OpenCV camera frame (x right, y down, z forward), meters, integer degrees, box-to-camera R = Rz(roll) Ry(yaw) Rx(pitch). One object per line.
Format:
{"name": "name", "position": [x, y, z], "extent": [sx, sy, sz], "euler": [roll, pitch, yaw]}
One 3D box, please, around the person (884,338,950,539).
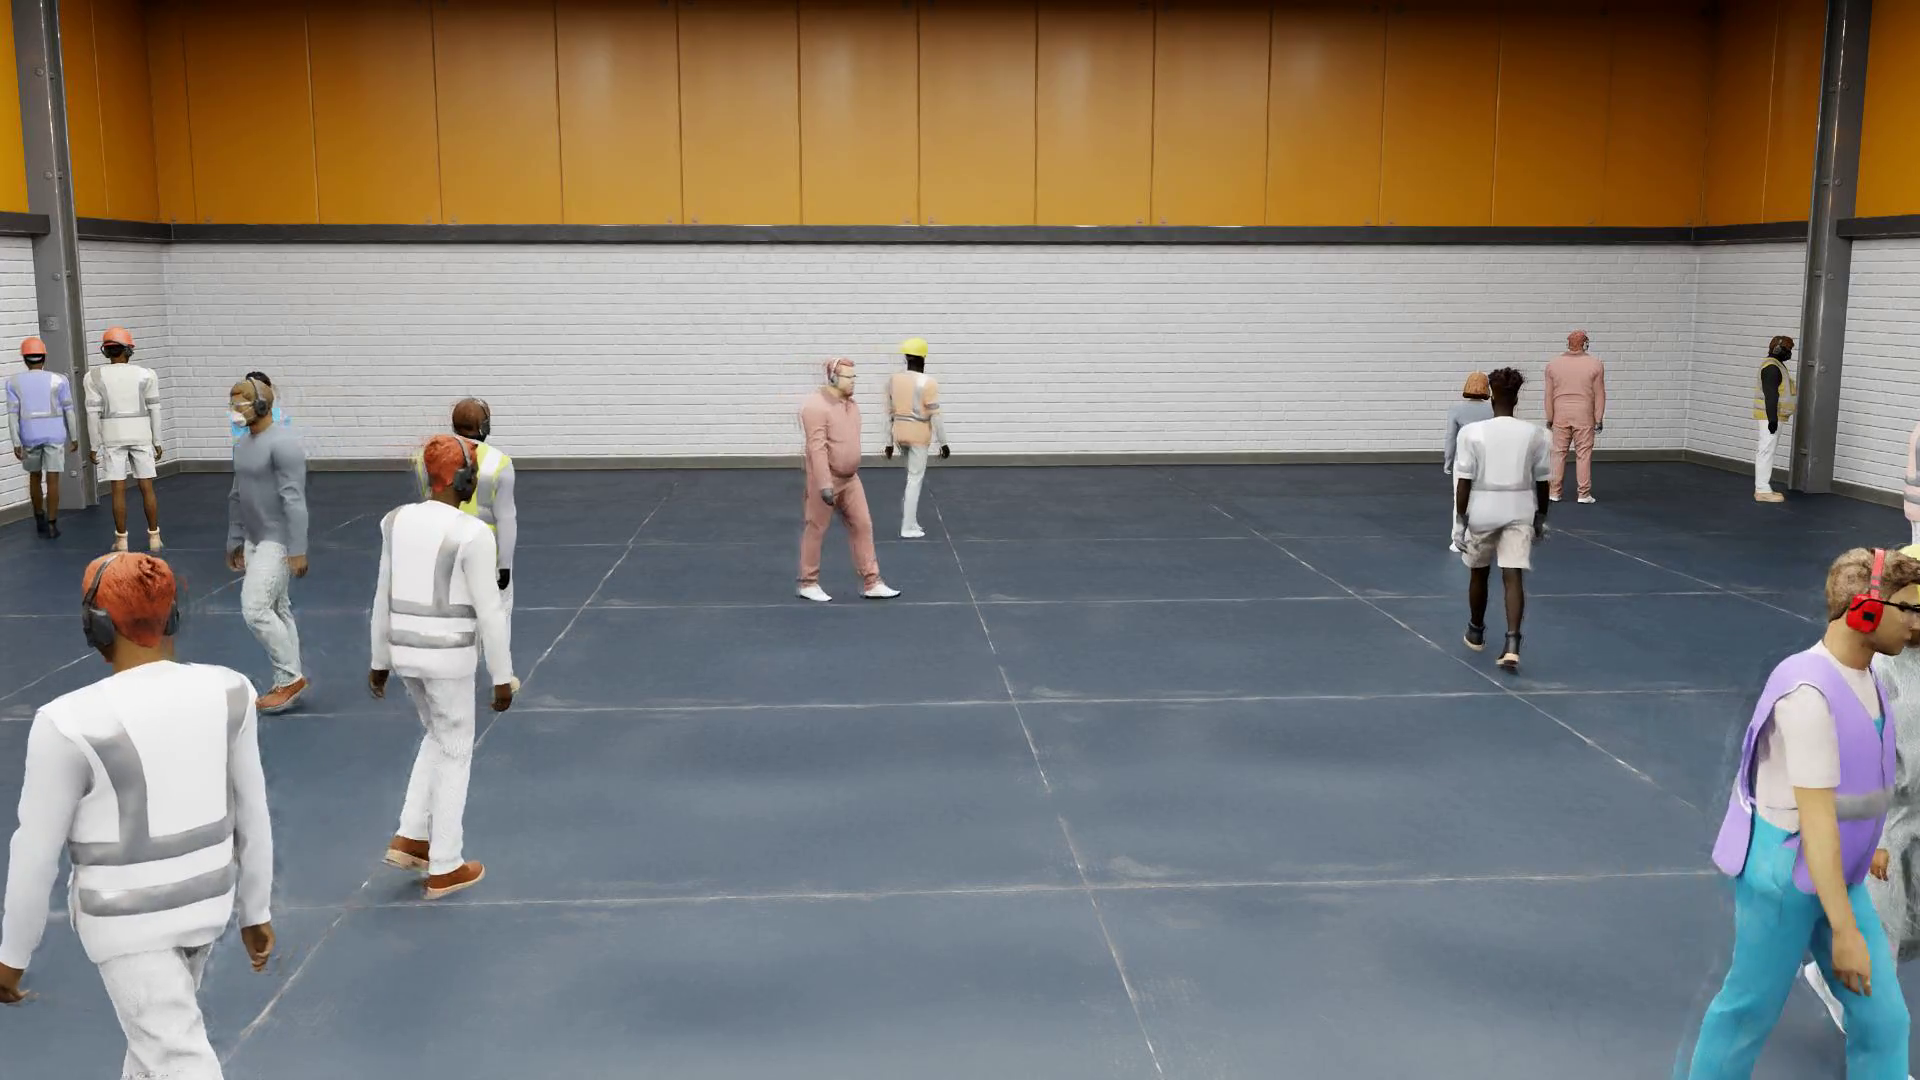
{"name": "person", "position": [-0.392, -0.968, 15.859], "extent": [0.596, 1.907, 0.592], "euler": [8, 12, 43]}

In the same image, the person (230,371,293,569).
{"name": "person", "position": [-5.861, -0.567, 13.992], "extent": [0.317, 1.695, 0.540], "euler": [7, 12, 38]}

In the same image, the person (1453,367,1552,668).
{"name": "person", "position": [3.505, -0.158, 10.746], "extent": [0.622, 1.921, 1.008], "euler": [1, 9, 8]}

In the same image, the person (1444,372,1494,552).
{"name": "person", "position": [4.629, -0.695, 14.997], "extent": [0.509, 1.632, 0.267], "euler": [2, 9, 14]}

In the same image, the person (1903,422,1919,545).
{"name": "person", "position": [6.396, -0.136, 10.853], "extent": [0.429, 1.840, 0.624], "euler": [4, 10, 22]}

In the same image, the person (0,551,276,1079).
{"name": "person", "position": [-2.027, 0.938, 4.120], "extent": [0.983, 1.831, 0.590], "euler": [4, 10, 24]}

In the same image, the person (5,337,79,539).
{"name": "person", "position": [-8.813, -0.993, 16.020], "extent": [0.554, 1.905, 0.864], "euler": [-3, 10, -19]}

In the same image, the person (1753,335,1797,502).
{"name": "person", "position": [9.031, -1.345, 18.453], "extent": [0.429, 1.838, 0.621], "euler": [4, 10, 25]}

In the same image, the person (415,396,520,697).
{"name": "person", "position": [-2.838, 0.085, 9.560], "extent": [0.620, 1.818, 0.864], "euler": [1, 9, 9]}

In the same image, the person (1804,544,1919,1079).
{"name": "person", "position": [2.831, 0.842, 5.088], "extent": [0.495, 1.720, 0.442], "euler": [-5, 10, -28]}

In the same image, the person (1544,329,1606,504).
{"name": "person", "position": [6.736, -1.346, 18.228], "extent": [0.643, 1.909, 0.410], "euler": [6, 11, 33]}

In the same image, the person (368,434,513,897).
{"name": "person", "position": [-2.111, 0.505, 6.747], "extent": [0.653, 1.863, 0.435], "euler": [5, 10, 28]}

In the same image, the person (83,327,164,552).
{"name": "person", "position": [-7.511, -0.892, 14.971], "extent": [0.605, 2.038, 0.394], "euler": [-5, 10, -30]}

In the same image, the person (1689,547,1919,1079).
{"name": "person", "position": [2.290, 0.928, 4.264], "extent": [0.596, 1.803, 0.859], "euler": [-8, 12, -41]}

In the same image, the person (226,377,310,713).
{"name": "person", "position": [-3.981, 0.041, 9.461], "extent": [0.665, 1.924, 0.492], "euler": [9, 13, 44]}

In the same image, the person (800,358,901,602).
{"name": "person", "position": [-0.871, -0.433, 12.625], "extent": [0.888, 1.873, 0.667], "euler": [6, 11, 34]}
